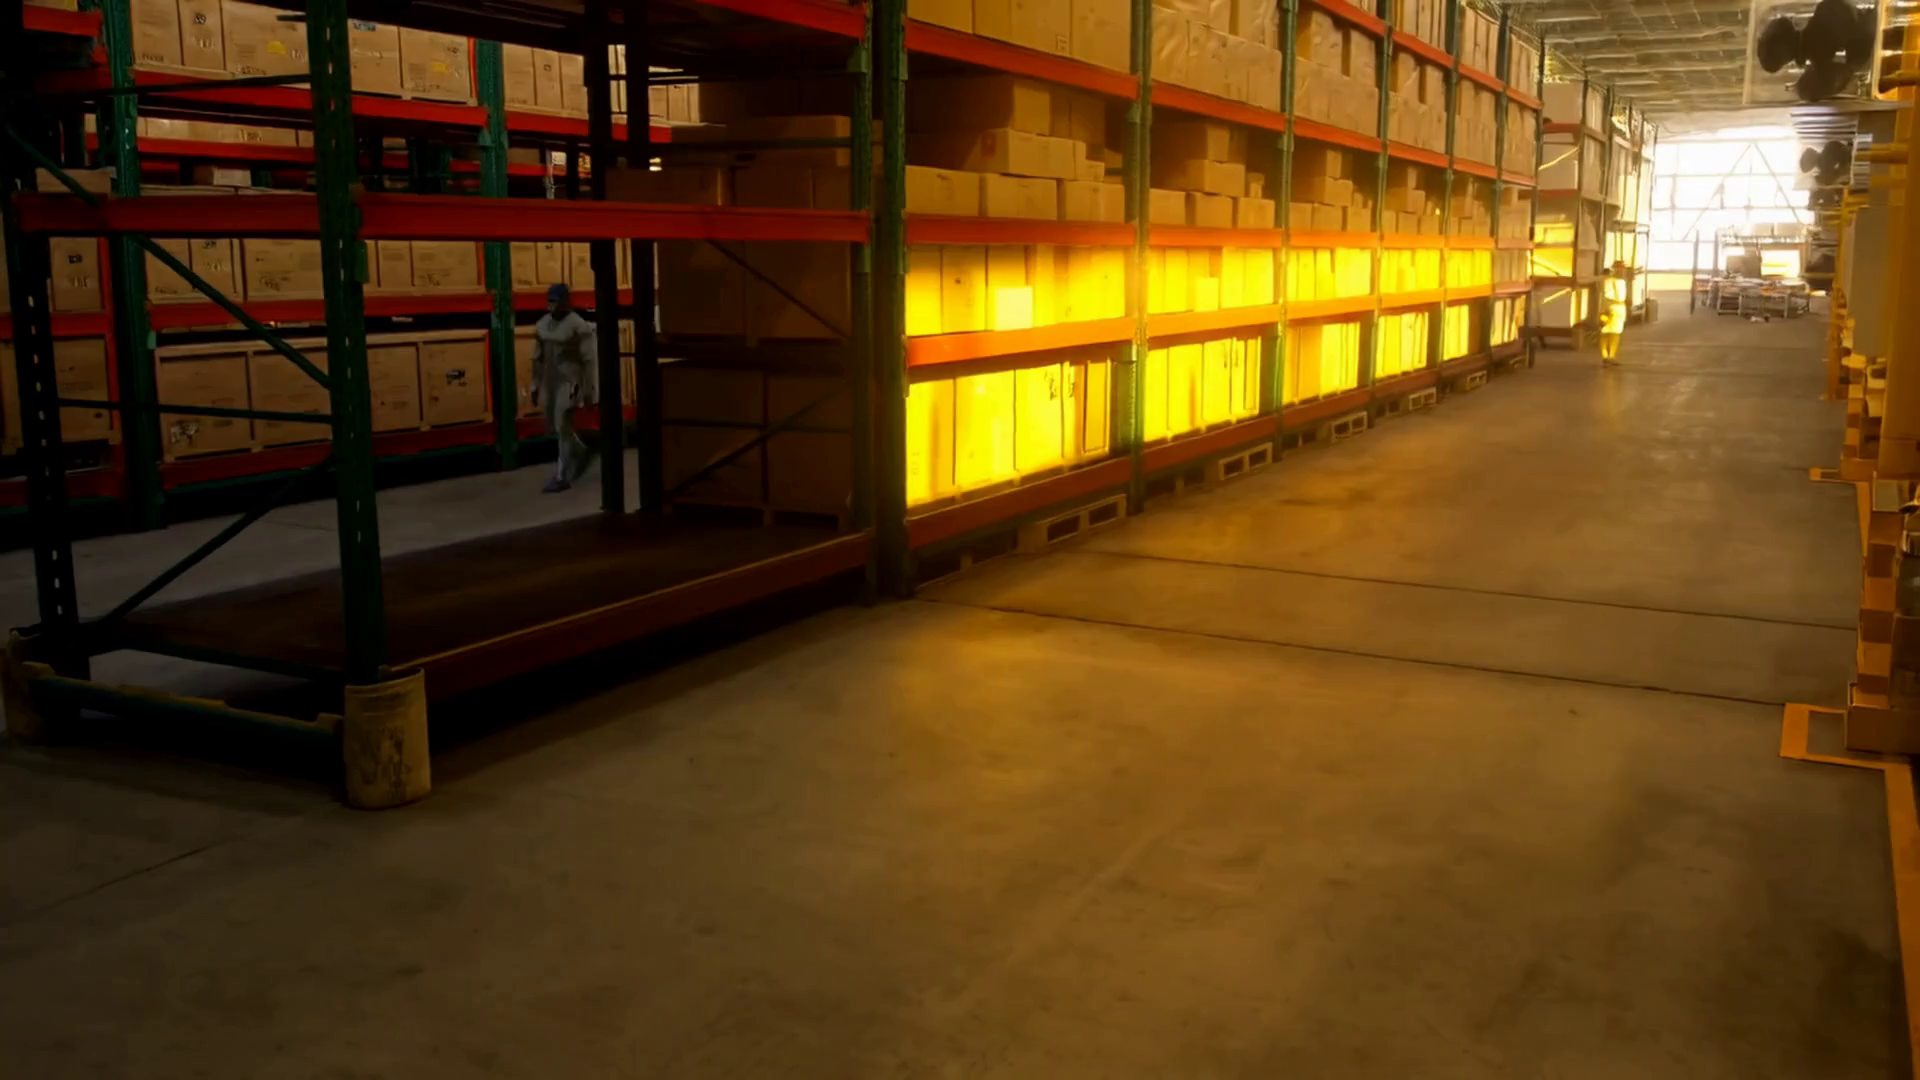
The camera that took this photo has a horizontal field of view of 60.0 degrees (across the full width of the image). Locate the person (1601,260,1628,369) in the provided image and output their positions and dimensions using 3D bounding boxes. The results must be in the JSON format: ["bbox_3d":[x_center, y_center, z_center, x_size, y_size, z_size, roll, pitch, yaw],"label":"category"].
[{"bbox_3d":[12.403,-4.263,31.448,0.607,2.044,0.379,-8,12,-37],"label":"person"}]

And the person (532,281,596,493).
[{"bbox_3d":[-3.629,-1.421,15.350,0.639,1.923,0.740,5,11,28],"label":"person"}]

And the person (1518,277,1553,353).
[{"bbox_3d":[12.482,-4.902,36.287,0.878,1.654,0.533,5,11,26],"label":"person"}]
